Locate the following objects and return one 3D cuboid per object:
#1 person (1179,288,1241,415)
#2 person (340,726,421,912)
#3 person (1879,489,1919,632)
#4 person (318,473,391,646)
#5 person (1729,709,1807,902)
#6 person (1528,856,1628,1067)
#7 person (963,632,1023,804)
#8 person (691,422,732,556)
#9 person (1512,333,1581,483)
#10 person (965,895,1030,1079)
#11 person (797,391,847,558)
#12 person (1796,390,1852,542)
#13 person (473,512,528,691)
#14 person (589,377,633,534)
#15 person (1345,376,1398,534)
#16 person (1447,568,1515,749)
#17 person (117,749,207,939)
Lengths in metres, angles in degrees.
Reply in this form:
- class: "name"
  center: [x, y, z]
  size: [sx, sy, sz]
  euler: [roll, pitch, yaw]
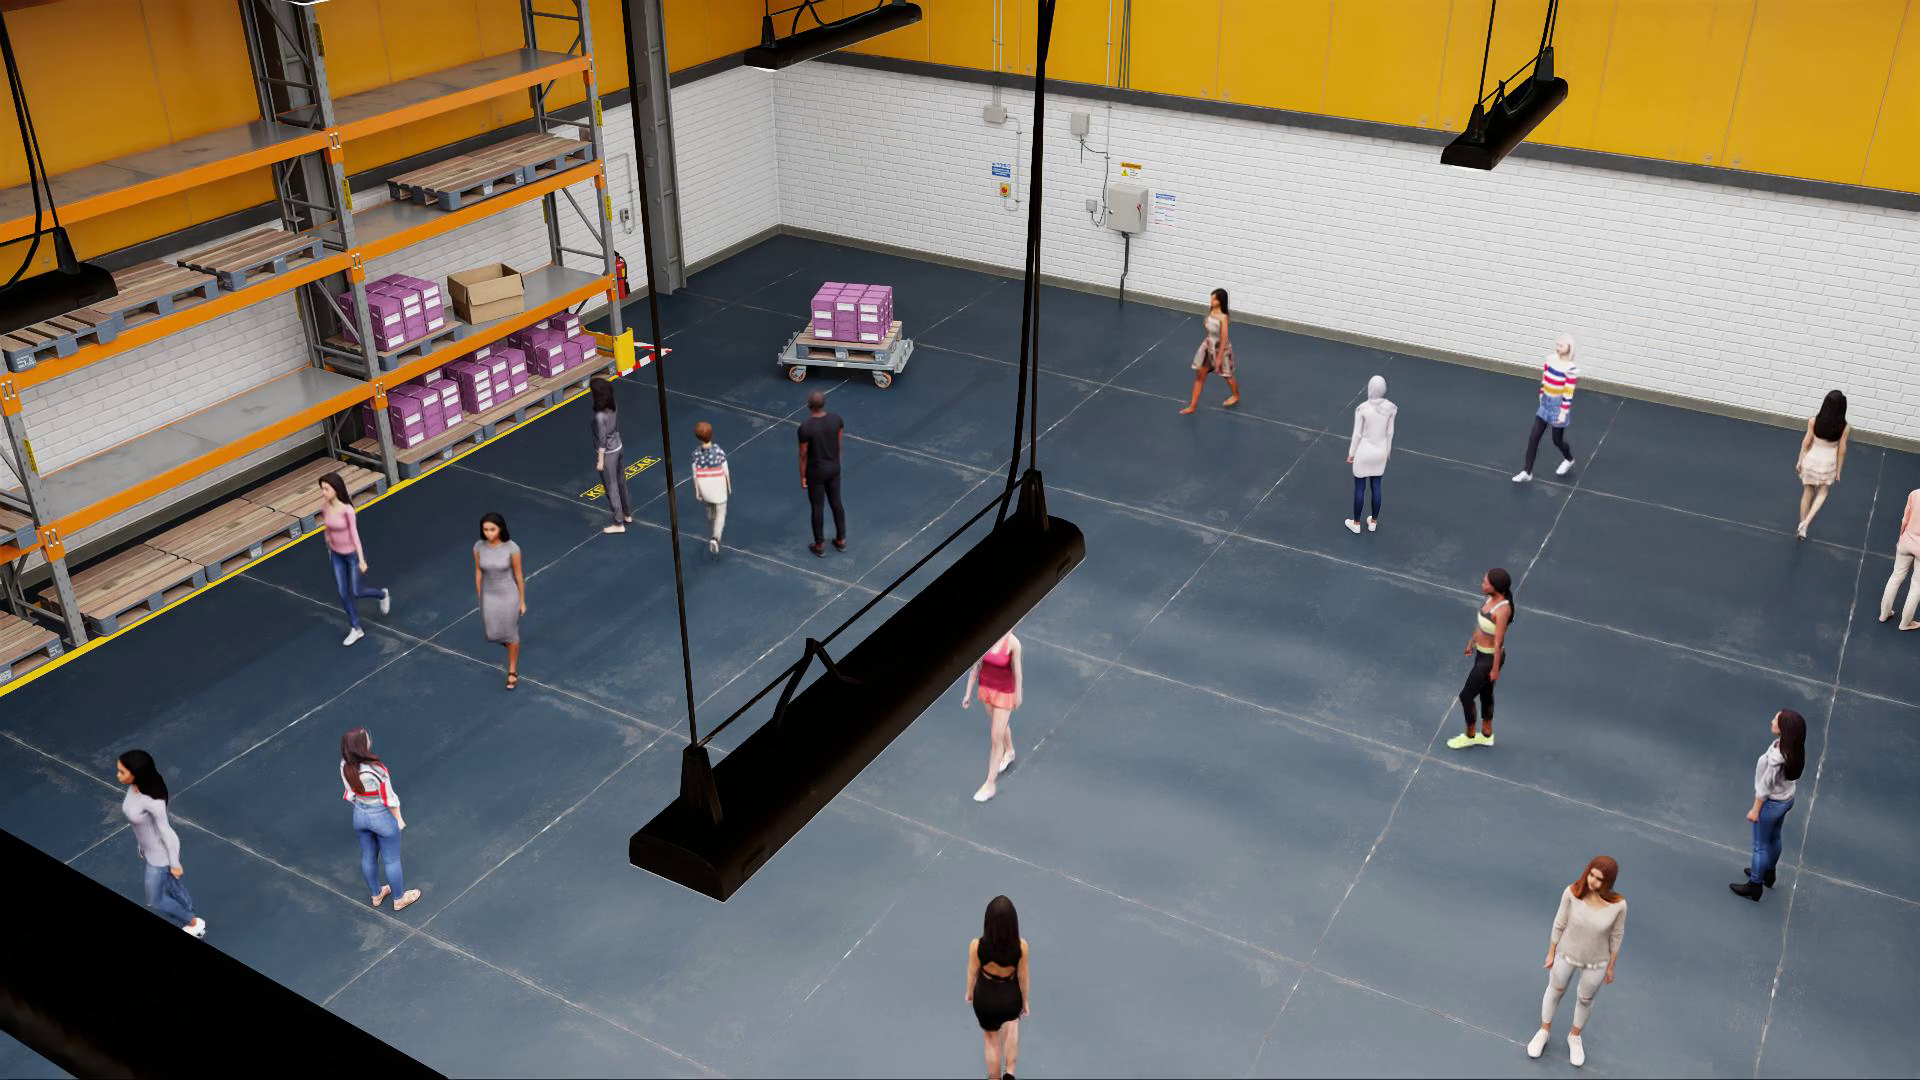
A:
- class: "person"
  center: [3.246, -2.324, 20.548]
  size: [1.213, 1.593, 0.999]
  euler: [-14, 32, -25]
- class: "person"
  center: [-4.390, 2.075, 12.463]
  size: [0.626, 1.614, 0.577]
  euler: [9, 30, 16]
- class: "person"
  center: [9.258, 0.053, 16.054]
  size: [0.670, 1.724, 0.679]
  euler: [-18, 33, -29]
- class: "person"
  center: [-5.803, 0.132, 15.907]
  size: [0.663, 1.727, 0.919]
  euler: [11, 30, 19]
- class: "person"
  center: [6.172, 1.994, 12.597]
  size: [0.556, 1.629, 0.714]
  euler: [-24, 37, -37]
- class: "person"
  center: [4.149, 2.764, 11.099]
  size: [0.615, 1.709, 0.582]
  euler: [11, 31, 20]
- class: "person"
  center: [0.358, 1.237, 13.889]
  size: [0.621, 1.718, 1.032]
  euler: [19, 34, 31]
- class: "person"
  center: [-2.603, -0.538, 17.455]
  size: [0.801, 1.421, 0.982]
  euler: [2, 29, 3]
- class: "person"
  center: [6.798, -1.486, 18.822]
  size: [1.214, 1.776, 1.036]
  euler: [-14, 32, -25]
- class: "person"
  center: [0.244, 3.030, 10.685]
  size: [0.662, 1.640, 0.701]
  euler: [-1, 29, -2]
- class: "person"
  center: [-1.418, -0.696, 17.336]
  size: [0.699, 1.813, 0.817]
  euler: [-15, 32, -26]
- class: "person"
  center: [9.023, -0.736, 17.497]
  size: [0.629, 1.727, 0.709]
  euler: [19, 34, 31]
- class: "person"
  center: [-4.154, 0.516, 15.156]
  size: [0.776, 1.771, 0.854]
  euler: [0, 29, 0]
- class: "person"
  center: [-3.745, -0.916, 17.791]
  size: [0.716, 1.762, 0.550]
  euler: [6, 29, 12]
- class: "person"
  center: [4.385, -0.914, 17.774]
  size: [0.703, 1.775, 0.735]
  euler: [-4, 29, -7]
- class: "person"
  center: [4.616, 1.031, 14.243]
  size: [0.782, 1.742, 0.706]
  euler: [3, 29, 5]
- class: "person"
  center: [-5.706, 2.227, 12.069]
  size: [0.694, 1.723, 0.702]
  euler: [-23, 36, -35]
